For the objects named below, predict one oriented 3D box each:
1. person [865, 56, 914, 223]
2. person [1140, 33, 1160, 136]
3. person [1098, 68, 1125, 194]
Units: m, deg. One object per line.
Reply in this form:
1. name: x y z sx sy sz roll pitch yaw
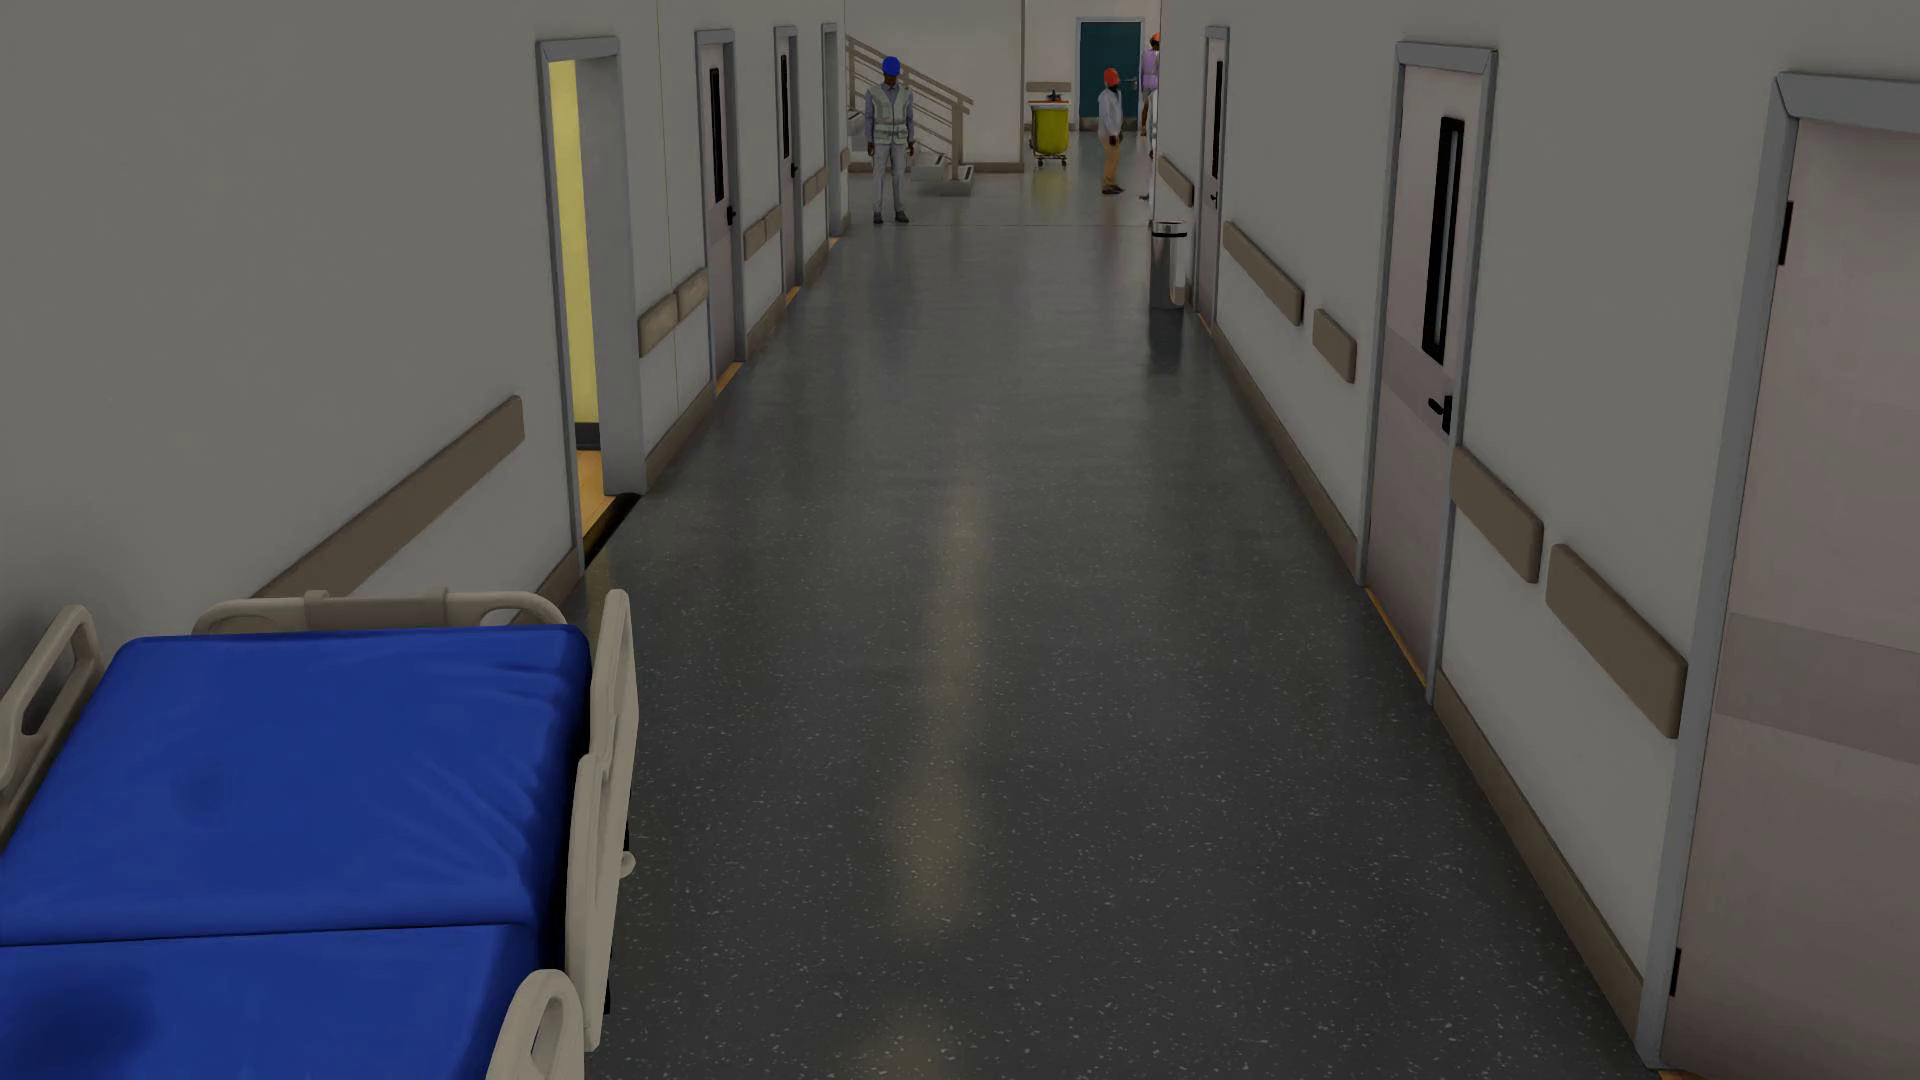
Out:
1. person: -0.834 -4.754 19.800 0.602 1.939 0.397 -6 18 -17
2. person: 3.915 -9.182 33.580 0.615 2.028 0.409 16 23 40
3. person: 2.105 -5.650 22.973 0.354 1.723 0.583 8 19 24
